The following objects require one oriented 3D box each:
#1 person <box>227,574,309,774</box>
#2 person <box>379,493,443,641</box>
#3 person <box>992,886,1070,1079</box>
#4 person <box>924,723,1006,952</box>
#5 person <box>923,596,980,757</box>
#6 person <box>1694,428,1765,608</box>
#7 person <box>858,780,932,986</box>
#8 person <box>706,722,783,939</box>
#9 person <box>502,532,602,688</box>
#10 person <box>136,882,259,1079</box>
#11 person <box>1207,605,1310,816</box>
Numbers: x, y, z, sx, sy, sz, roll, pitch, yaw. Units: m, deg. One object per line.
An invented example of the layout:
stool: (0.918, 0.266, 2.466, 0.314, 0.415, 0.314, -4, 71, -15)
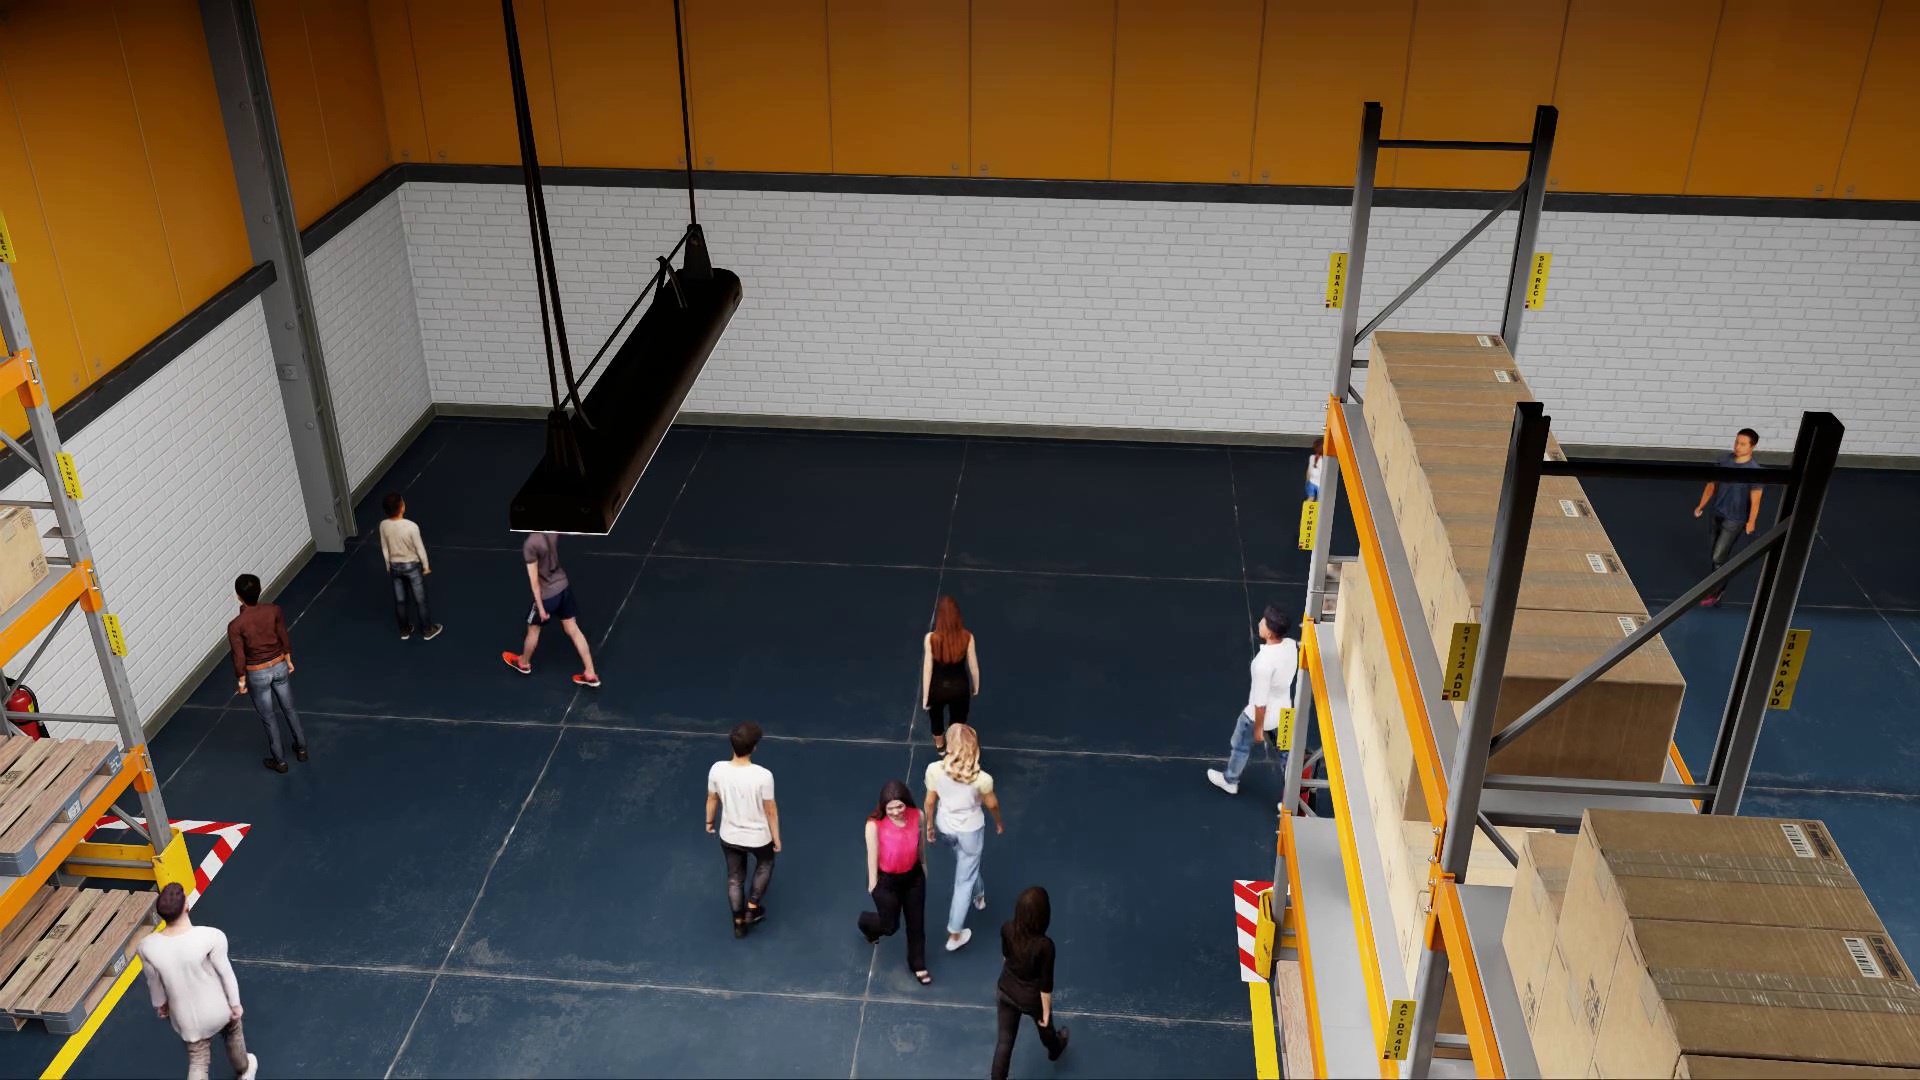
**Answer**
person: (-5.553, 1.059, 13.346, 0.778, 1.782, 0.665, 21, 35, 33)
person: (-5.063, 0.246, 15.171, 0.549, 1.463, 0.480, 2, 29, 5)
person: (0.345, 2.866, 10.225, 0.882, 1.599, 1.159, 15, 32, 25)
person: (-0.018, 2.095, 11.551, 0.830, 1.683, 1.041, 11, 31, 20)
person: (-0.087, 1.272, 13.060, 0.649, 1.682, 1.131, 0, 29, 1)
person: (7.340, -0.252, 15.734, 0.881, 1.796, 0.813, -12, 31, -20)
person: (-0.470, 2.272, 11.259, 0.892, 1.652, 0.975, -20, 34, -32)
person: (-1.503, 2.065, 11.582, 0.762, 1.705, 0.642, 3, 29, 6)
person: (-3.461, 0.498, 14.360, 0.999, 1.795, 1.231, 13, 31, 22)
person: (-4.590, 2.860, 10.016, 0.884, 1.810, 1.204, -5, 29, -10)
person: (2.450, 1.353, 12.814, 1.175, 1.776, 1.199, -25, 37, -38)
